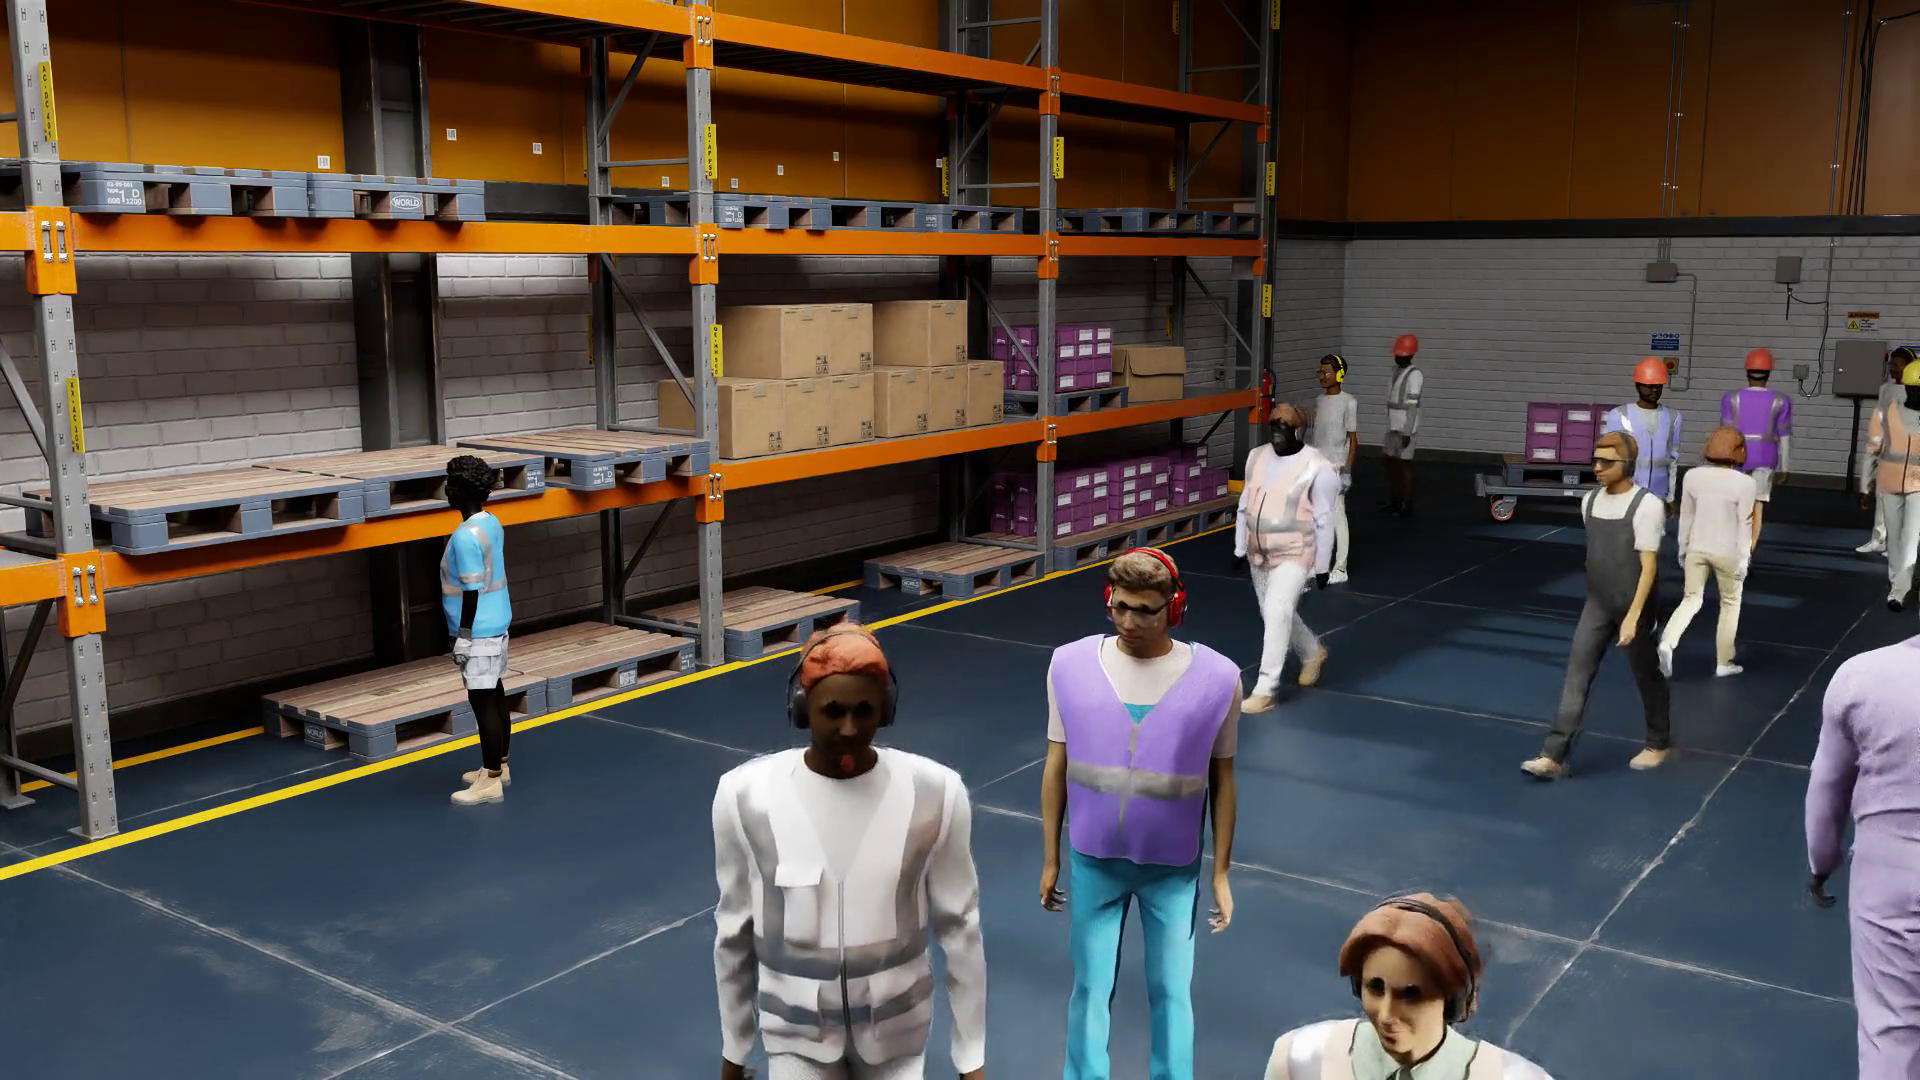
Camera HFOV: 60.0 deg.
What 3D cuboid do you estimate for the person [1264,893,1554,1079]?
[{"bbox_3d":[0.696,1.375,2.723,0.545,1.608,0.738,6,11,30],"label":"person"}]

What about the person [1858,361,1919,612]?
[{"bbox_3d":[7.137,-0.410,12.560,0.613,1.872,0.972,7,12,38],"label":"person"}]

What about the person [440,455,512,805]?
[{"bbox_3d":[-2.350,0.432,8.093,0.318,1.697,0.535,-1,10,-5],"label":"person"}]

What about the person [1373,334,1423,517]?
[{"bbox_3d":[4.518,-1.165,17.014,0.431,1.898,0.597,-2,10,-13],"label":"person"}]

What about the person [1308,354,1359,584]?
[{"bbox_3d":[3.019,-0.577,13.581,0.329,1.873,0.515,-5,11,-26],"label":"person"}]

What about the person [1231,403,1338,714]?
[{"bbox_3d":[1.959,0.079,9.863,0.885,1.816,0.619,-7,12,-36],"label":"person"}]

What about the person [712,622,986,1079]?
[{"bbox_3d":[-0.244,1.093,3.685,0.595,1.859,0.811,-1,10,-5],"label":"person"}]

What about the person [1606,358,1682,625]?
[{"bbox_3d":[4.918,-0.344,11.995,0.542,1.938,0.358,0,10,-1],"label":"person"}]

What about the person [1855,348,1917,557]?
[{"bbox_3d":[8.319,-0.775,14.793,0.331,1.866,0.499,-3,10,-17],"label":"person"}]

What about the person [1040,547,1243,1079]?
[{"bbox_3d":[0.512,0.919,4.767,0.564,1.837,0.388,2,10,11],"label":"person"}]

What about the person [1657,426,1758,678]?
[{"bbox_3d":[4.670,0.089,10.390,0.720,1.605,0.508,-7,12,-35],"label":"person"}]

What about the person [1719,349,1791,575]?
[{"bbox_3d":[6.716,-0.666,14.090,0.558,1.893,1.014,5,11,27],"label":"person"}]

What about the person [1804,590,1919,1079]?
[{"bbox_3d":[2.715,0.925,4.628,0.666,1.863,0.938,5,11,29],"label":"person"}]

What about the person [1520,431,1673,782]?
[{"bbox_3d":[3.311,0.339,8.419,1.017,1.786,0.511,-6,11,-31],"label":"person"}]
